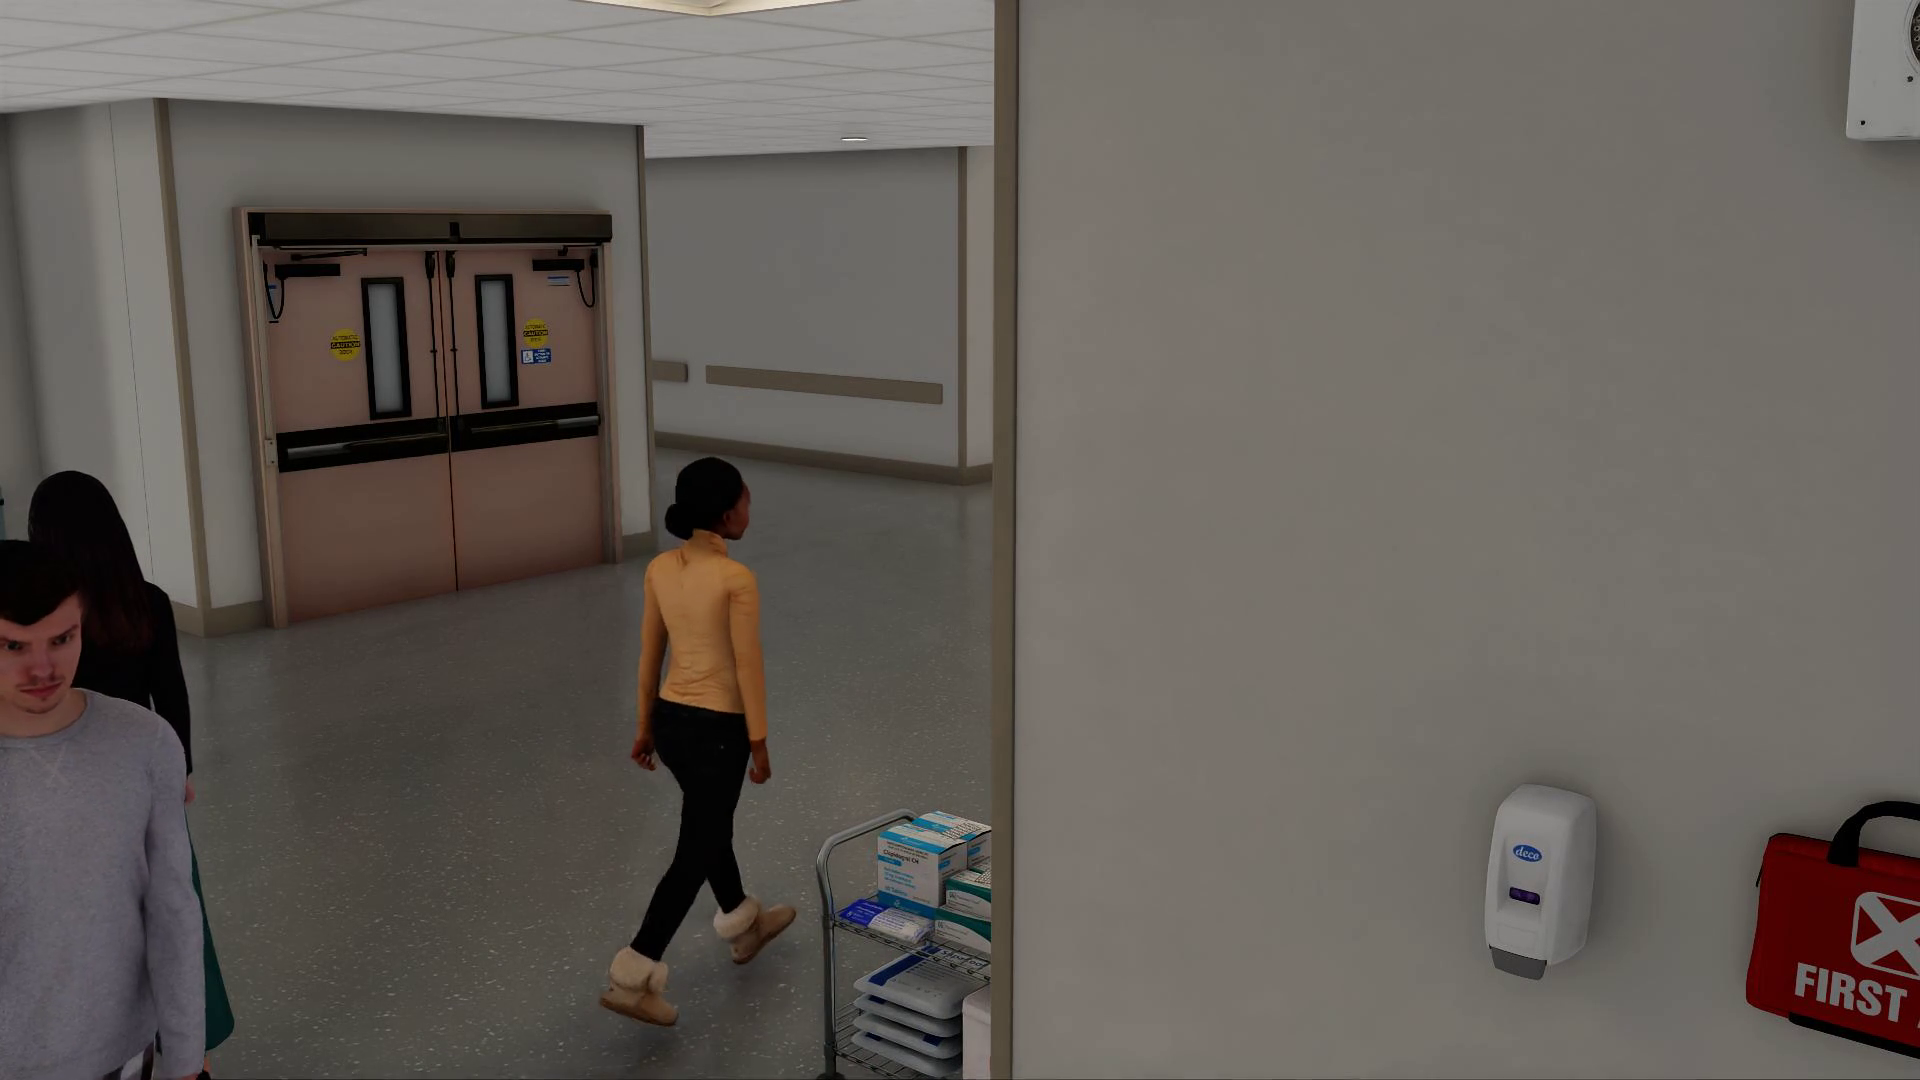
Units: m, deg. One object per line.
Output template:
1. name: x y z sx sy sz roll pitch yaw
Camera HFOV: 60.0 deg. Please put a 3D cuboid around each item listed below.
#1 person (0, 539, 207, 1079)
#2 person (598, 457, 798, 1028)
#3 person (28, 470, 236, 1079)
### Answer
1. person: -1.598 0.895 2.869 0.978 1.800 0.759 -10 15 -42
2. person: -0.810 0.603 4.869 0.647 1.628 1.124 8 13 36
3. person: -2.121 0.686 4.131 0.479 1.740 0.692 -10 15 -43
